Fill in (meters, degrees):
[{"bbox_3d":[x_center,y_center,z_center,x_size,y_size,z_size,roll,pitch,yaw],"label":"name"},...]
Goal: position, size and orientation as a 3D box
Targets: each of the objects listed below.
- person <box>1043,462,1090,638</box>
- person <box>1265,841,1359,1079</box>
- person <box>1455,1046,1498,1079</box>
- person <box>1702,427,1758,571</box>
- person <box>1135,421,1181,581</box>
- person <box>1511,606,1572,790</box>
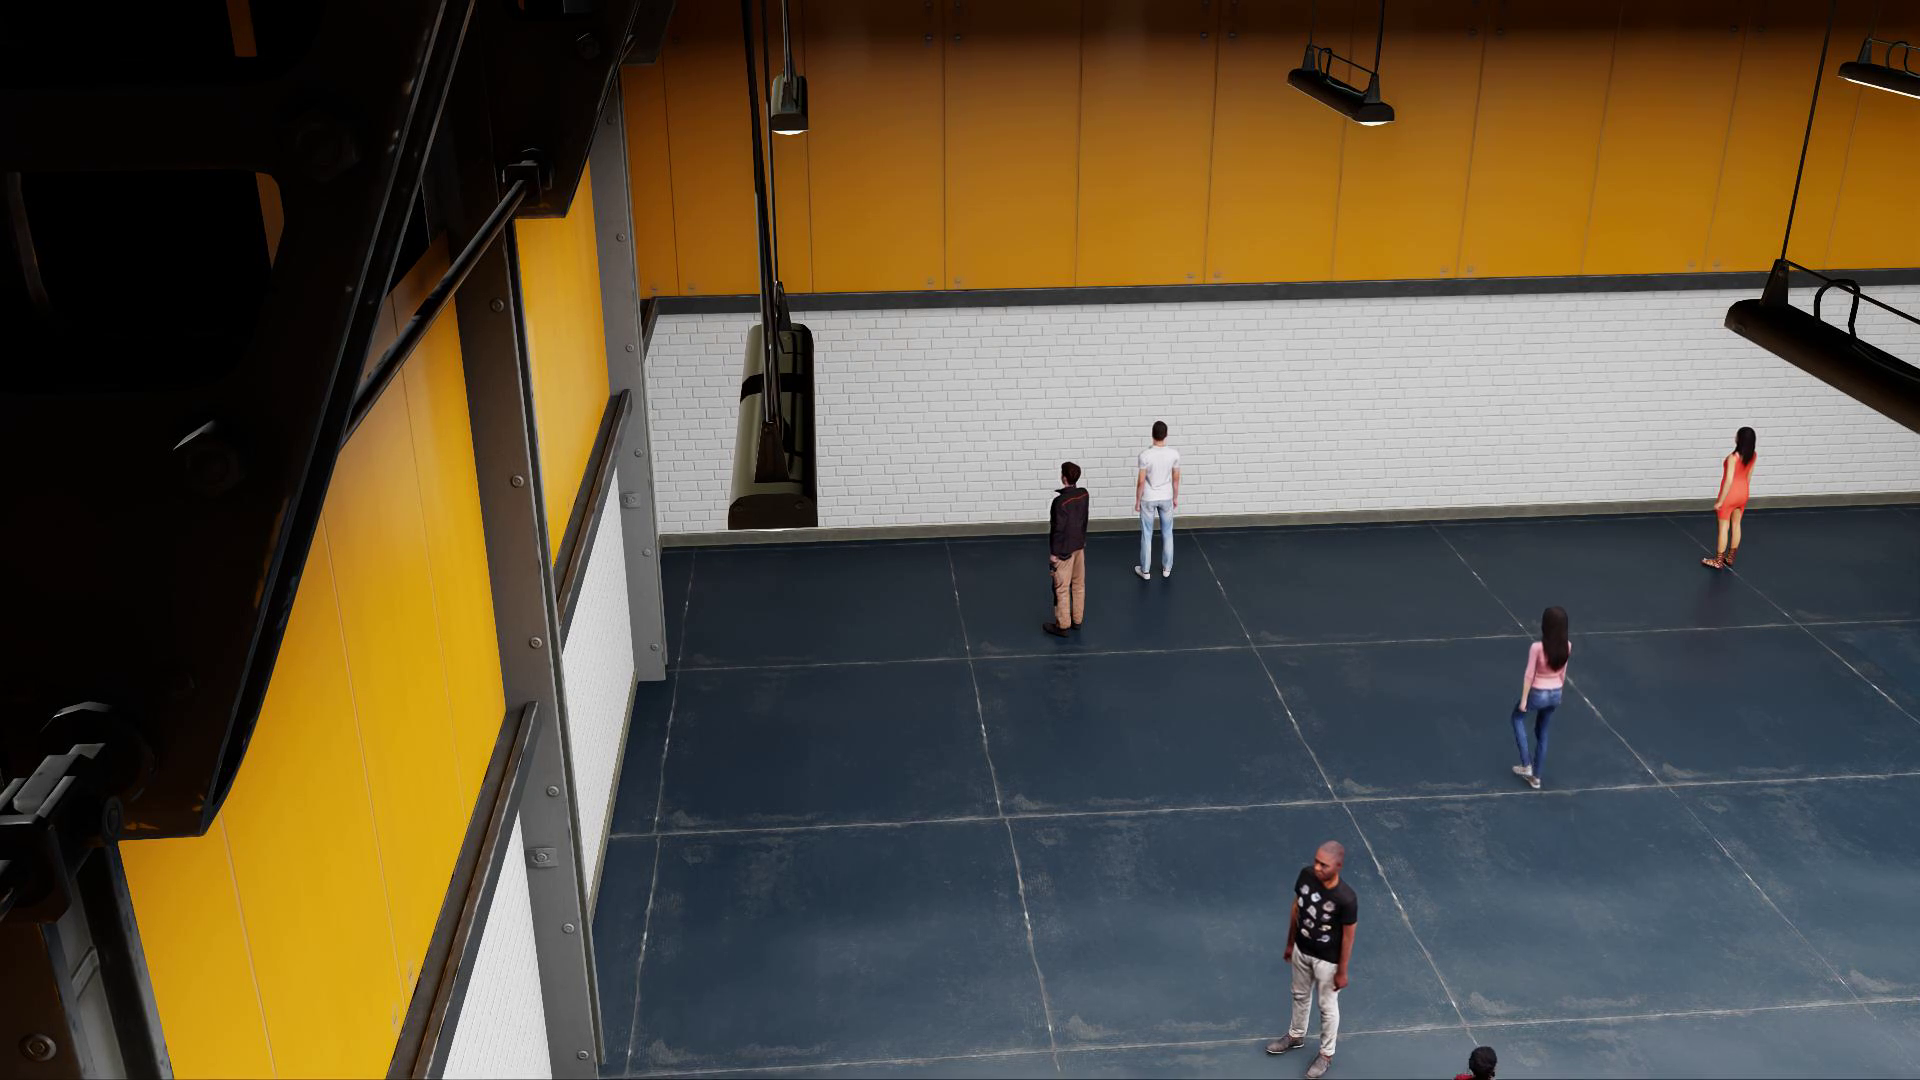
[{"bbox_3d":[1.132,0.087,17.447,0.836,1.925,0.794,21,31,40],"label":"person"},{"bbox_3d":[2.461,2.818,11.350,0.825,1.805,0.729,-17,29,-34],"label":"person"},{"bbox_3d":[3.107,3.659,10.129,0.743,1.242,0.782,21,31,40],"label":"person"},{"bbox_3d":[8.849,-0.487,19.020,0.657,1.718,0.639,-10,26,-22],"label":"person"},{"bbox_3d":[2.225,-0.453,18.775,0.661,1.851,0.561,-4,24,-9],"label":"person"},{"bbox_3d":[5.164,1.418,14.646,0.624,1.731,0.633,-5,24,-10],"label":"person"}]
